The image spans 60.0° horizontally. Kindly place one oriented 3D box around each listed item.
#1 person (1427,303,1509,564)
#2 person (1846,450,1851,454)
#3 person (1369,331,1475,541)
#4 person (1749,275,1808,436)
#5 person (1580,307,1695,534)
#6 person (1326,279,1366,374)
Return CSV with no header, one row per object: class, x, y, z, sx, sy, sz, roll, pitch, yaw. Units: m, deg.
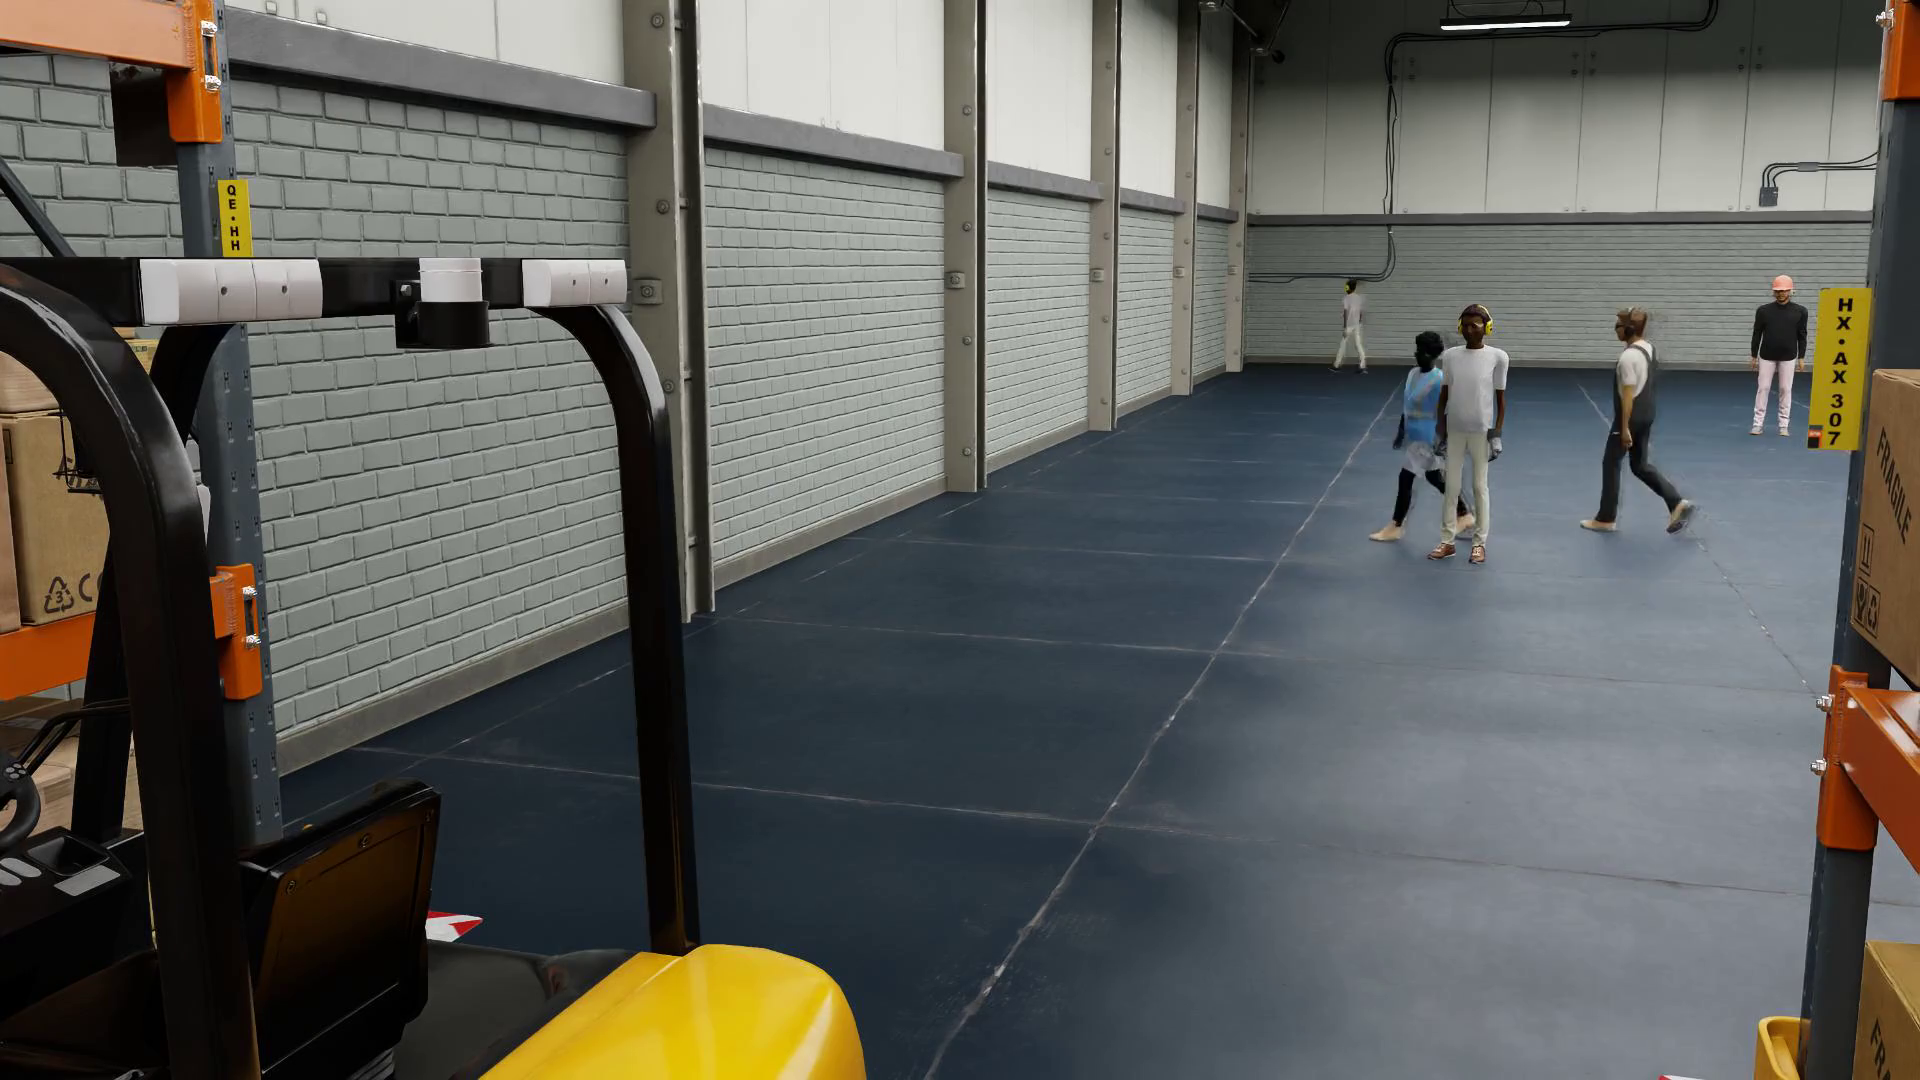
person,3.670,-0.768,12.021,0.511,1.872,0.328,7,12,35
person,10.107,-1.808,18.360,0.462,1.827,0.645,-4,10,-24
person,3.649,-0.796,12.858,0.868,1.650,0.529,-1,10,-5
person,10.174,-2.286,20.686,0.621,1.992,0.397,5,11,28
person,5.409,-0.934,13.181,0.522,1.820,0.791,-8,13,-41
person,7.577,-4.139,32.275,0.545,1.813,1.003,-5,11,-26
